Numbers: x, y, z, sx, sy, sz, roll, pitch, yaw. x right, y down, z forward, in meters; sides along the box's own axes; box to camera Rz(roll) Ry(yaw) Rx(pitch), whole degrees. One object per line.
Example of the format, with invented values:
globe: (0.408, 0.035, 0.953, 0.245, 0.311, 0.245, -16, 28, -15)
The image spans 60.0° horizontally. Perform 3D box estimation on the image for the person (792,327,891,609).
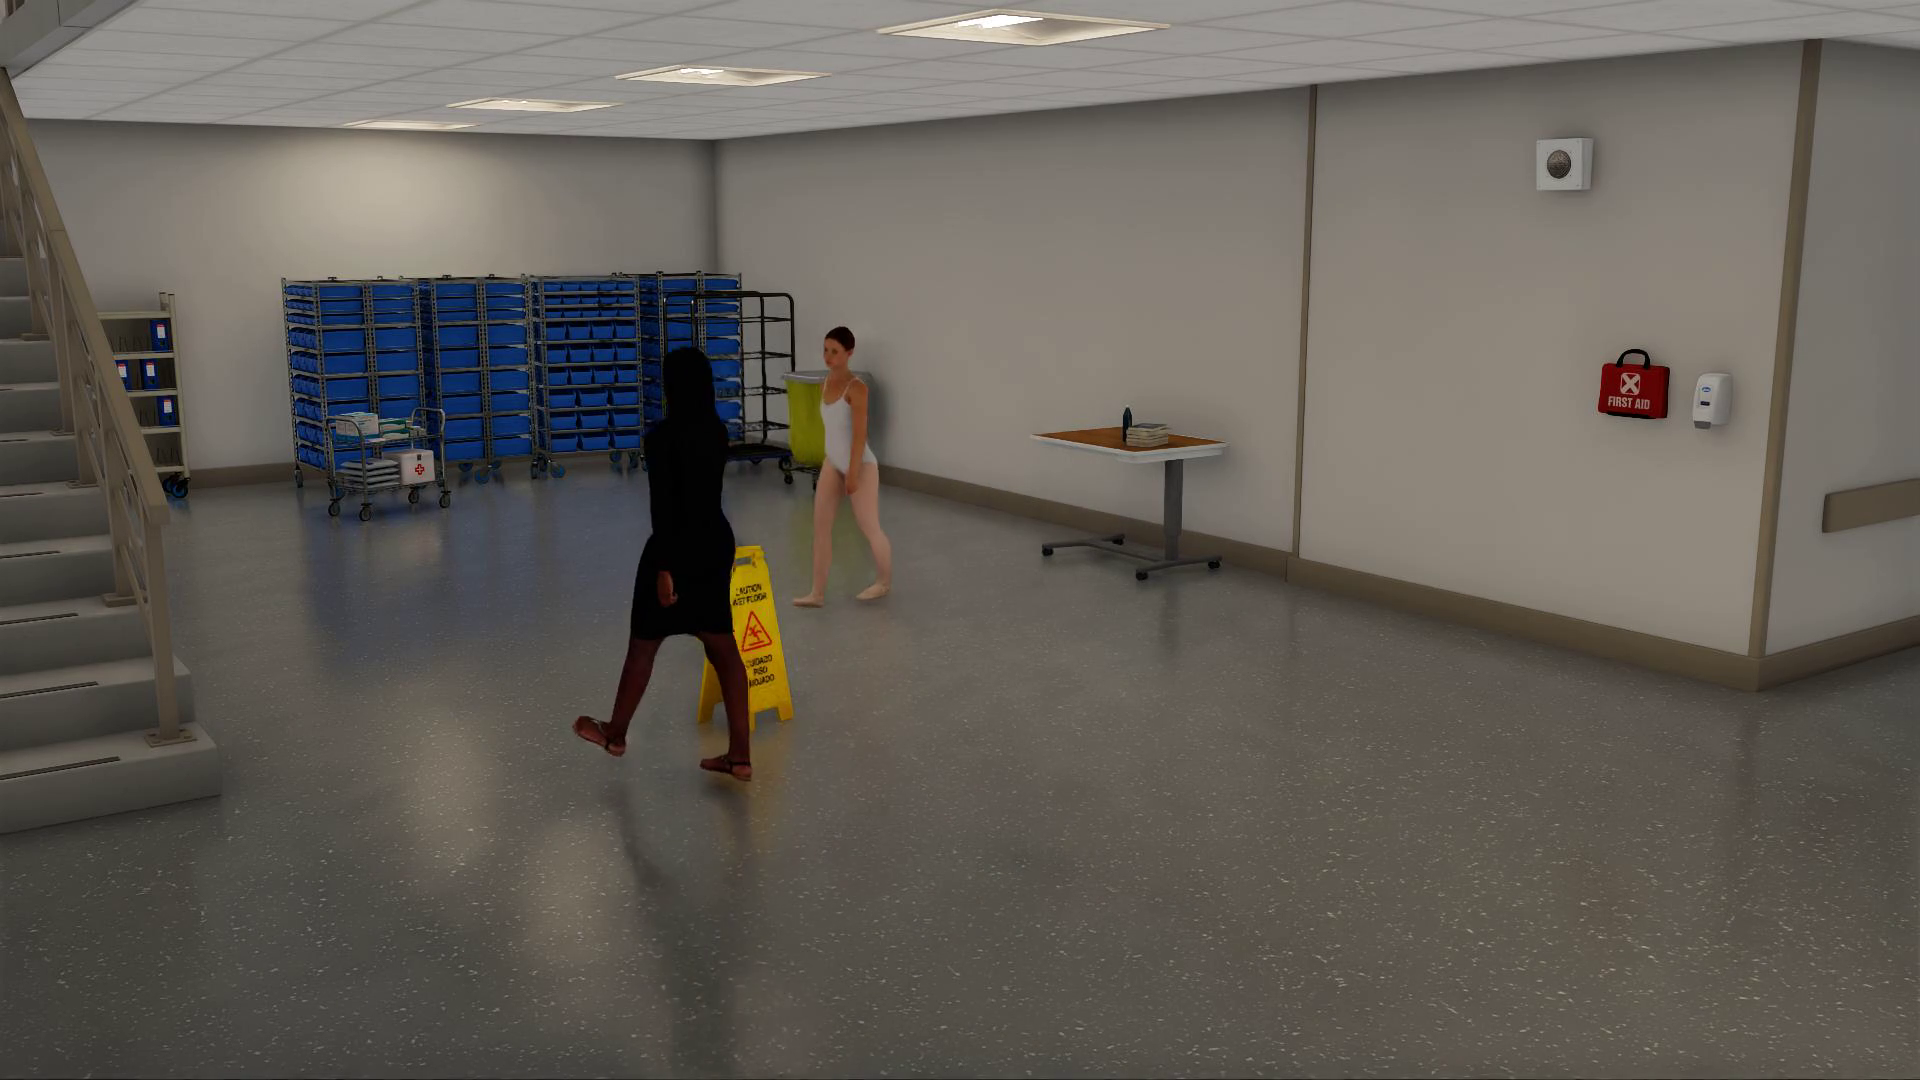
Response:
person: (-0.584, -0.391, 9.467, 0.776, 1.590, 0.944, -9, 14, -40)

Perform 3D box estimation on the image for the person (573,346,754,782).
person: (-0.982, 0.127, 6.479, 1.167, 1.687, 0.913, 7, 13, 31)
